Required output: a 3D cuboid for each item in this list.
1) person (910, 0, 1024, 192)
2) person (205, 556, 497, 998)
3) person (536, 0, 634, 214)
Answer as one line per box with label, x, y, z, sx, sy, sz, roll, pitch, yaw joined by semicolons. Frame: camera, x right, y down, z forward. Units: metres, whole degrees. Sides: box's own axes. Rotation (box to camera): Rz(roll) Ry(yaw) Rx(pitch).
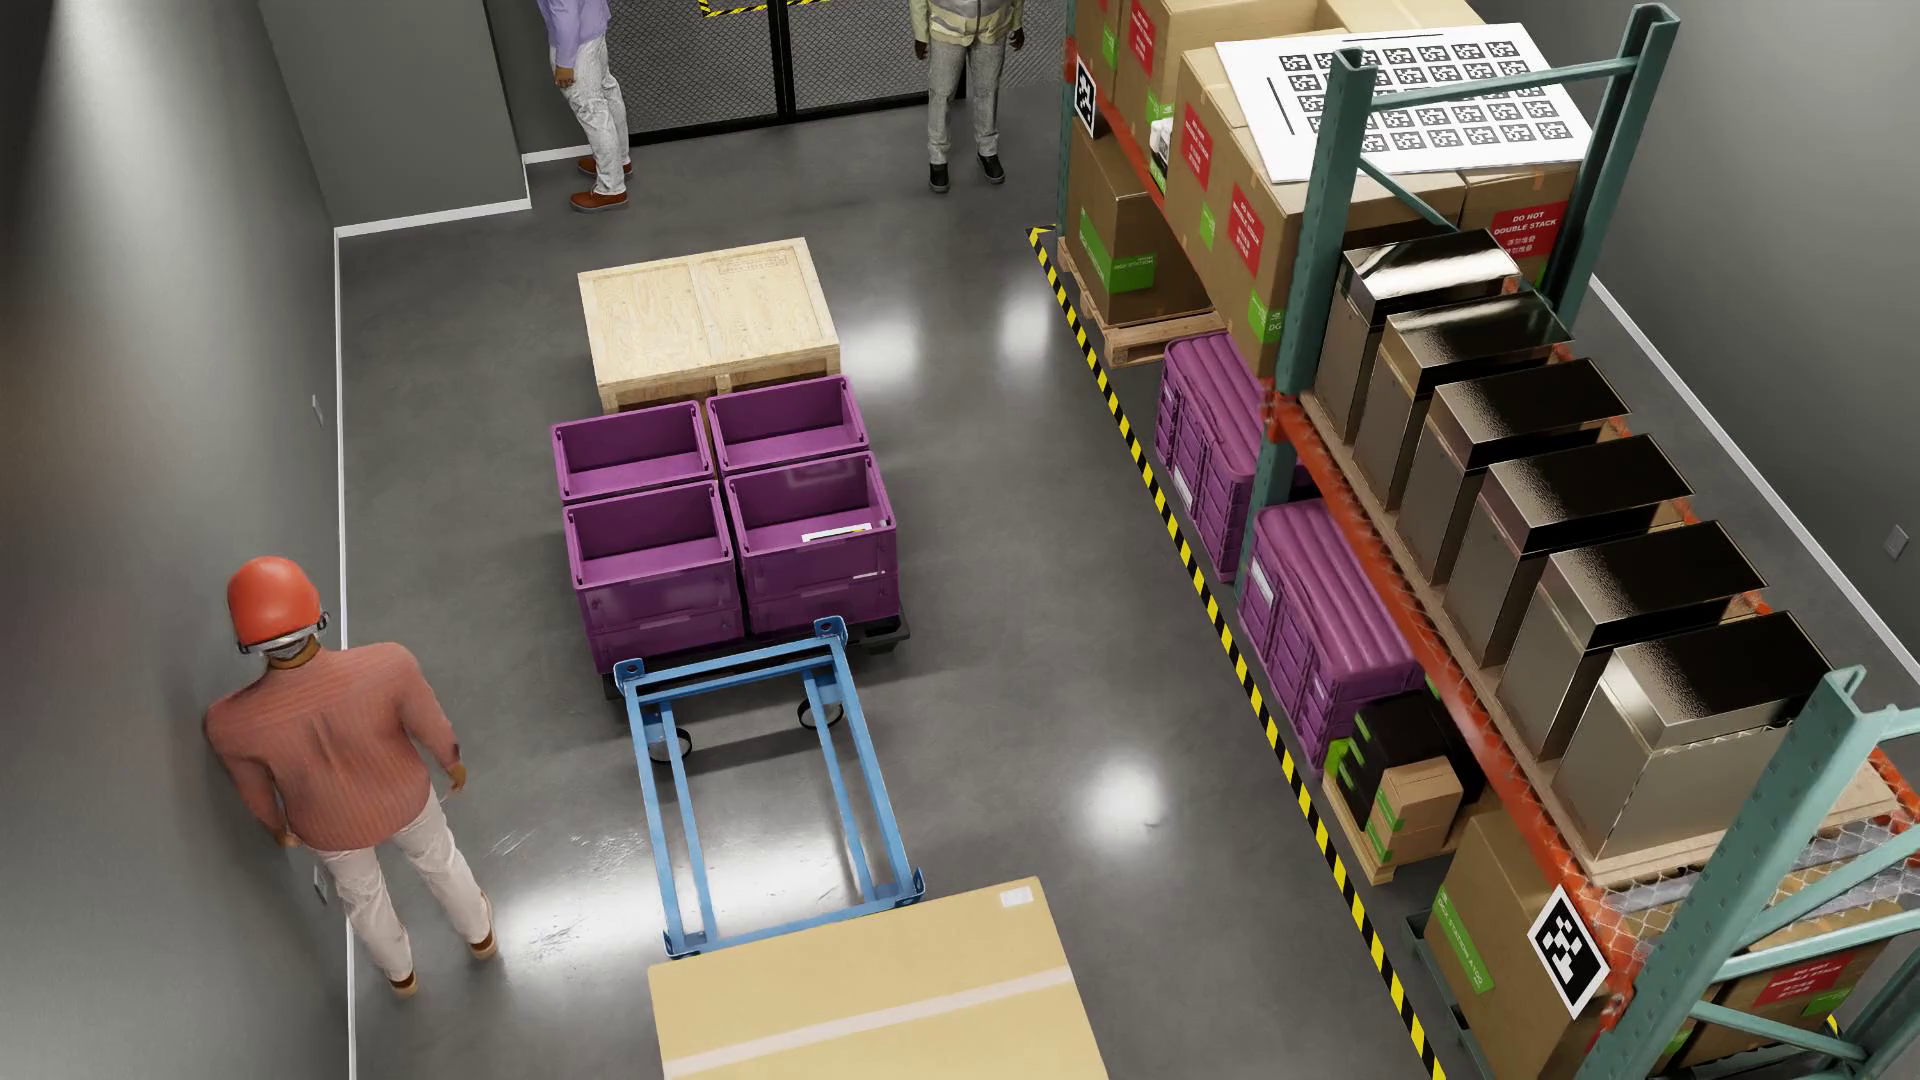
person;0.049;-2.589;8.342;0.594;1.822;0.403;-10;48;-9
person;-1.844;0.773;5.142;0.635;1.989;0.401;-21;51;-18
person;-1.897;-2.512;8.194;0.351;1.935;0.635;1;47;1
